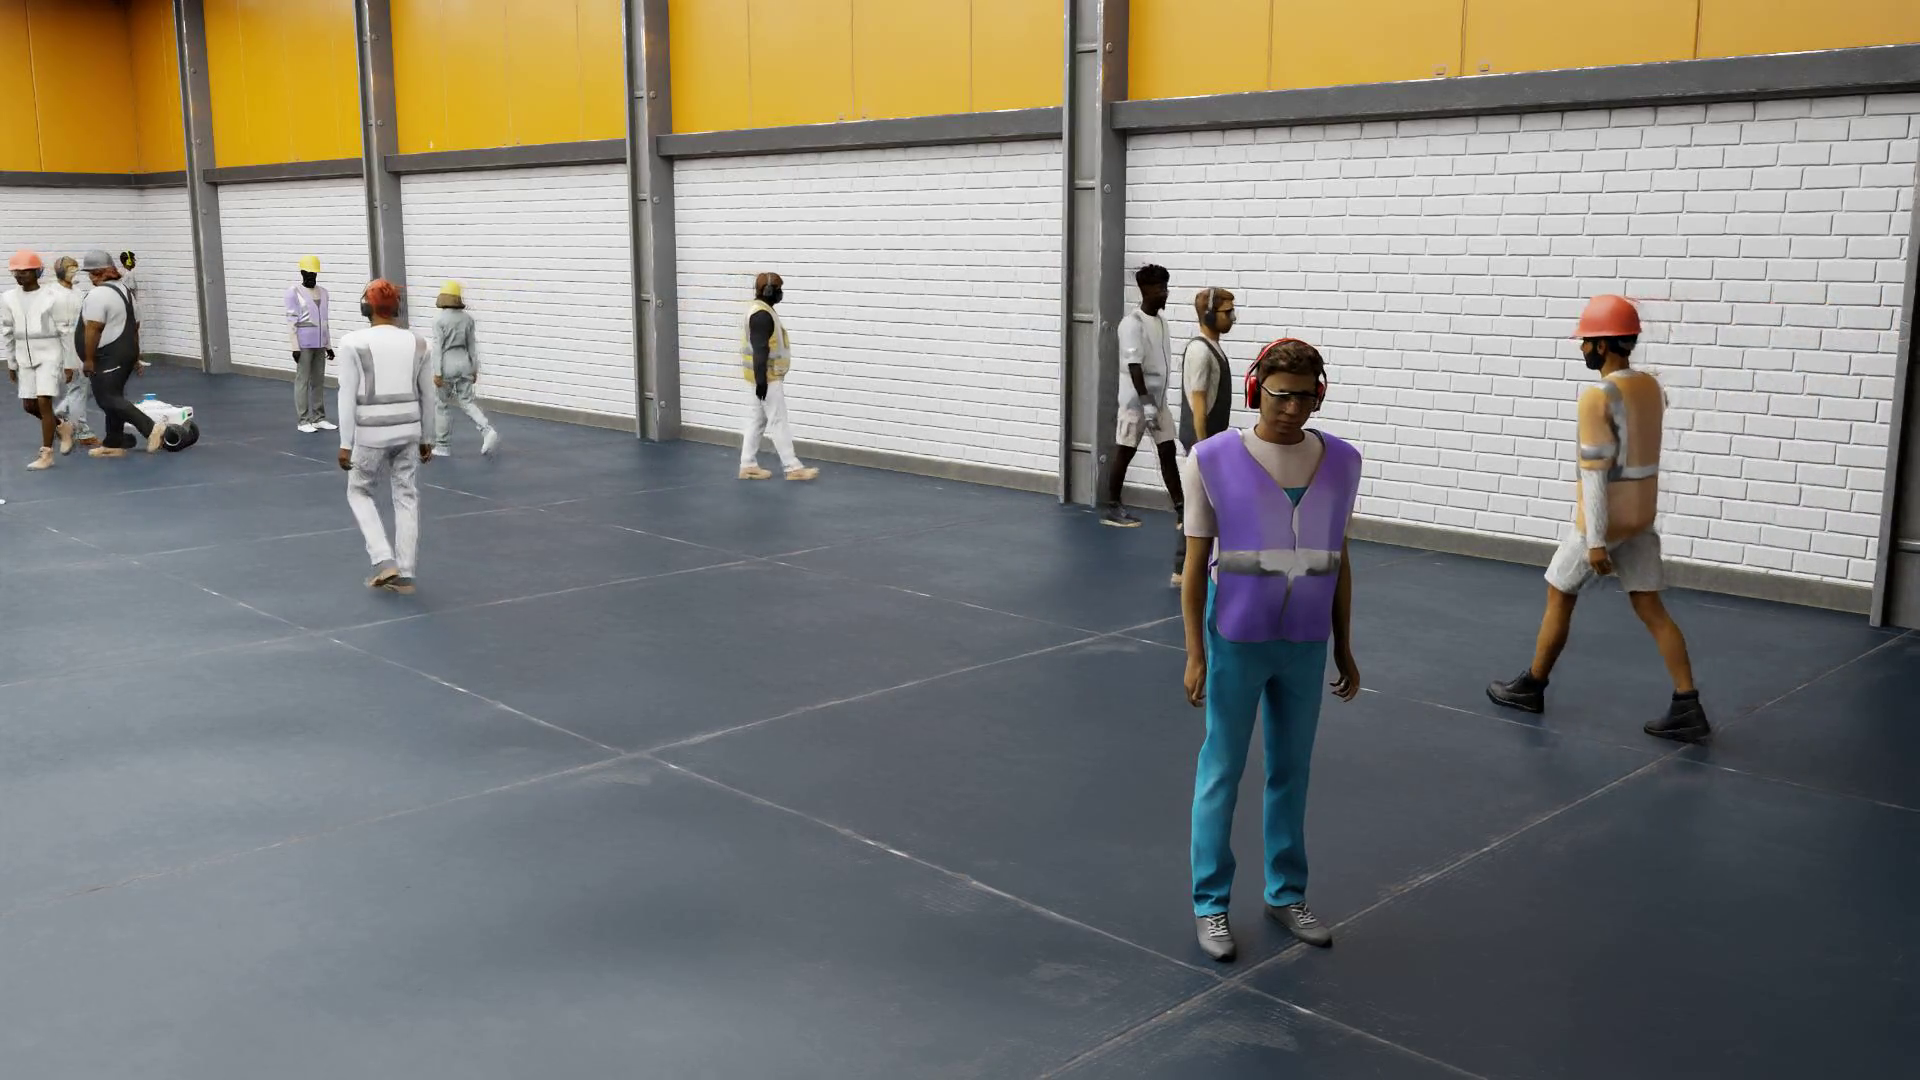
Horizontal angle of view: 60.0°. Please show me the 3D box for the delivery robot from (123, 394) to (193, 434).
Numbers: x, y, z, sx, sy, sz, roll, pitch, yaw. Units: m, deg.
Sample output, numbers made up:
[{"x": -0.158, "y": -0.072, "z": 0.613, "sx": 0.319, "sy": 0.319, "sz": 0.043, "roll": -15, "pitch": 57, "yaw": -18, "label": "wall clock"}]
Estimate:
[{"x": -8.038, "y": -1.211, "z": 16.548, "sx": 0.707, "sy": 0.478, "sz": 0.477, "roll": -2, "pitch": 11, "yaw": -11, "label": "delivery robot"}]

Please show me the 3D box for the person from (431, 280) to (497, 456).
[{"x": -4.827, "y": -1.644, "z": 16.017, "sx": 0.737, "sy": 1.711, "sz": 0.497, "roll": 7, "pitch": 13, "yaw": 35, "label": "person"}]

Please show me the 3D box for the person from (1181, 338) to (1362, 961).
[{"x": 0.919, "y": 0.317, "z": 4.970, "sx": 0.563, "sy": 1.837, "sz": 0.389, "roll": -3, "pitch": 11, "yaw": -16, "label": "person"}]

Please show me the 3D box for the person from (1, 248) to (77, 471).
[{"x": -8.439, "y": -1.669, "z": 15.323, "sx": 0.612, "sy": 2.023, "sz": 0.768, "roll": 1, "pitch": 10, "yaw": 3, "label": "person"}]

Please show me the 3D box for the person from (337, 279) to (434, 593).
[{"x": -3.419, "y": -0.606, "z": 9.902, "sx": 0.621, "sy": 1.872, "sz": 0.418, "roll": -9, "pitch": 14, "yaw": -41, "label": "person"}]

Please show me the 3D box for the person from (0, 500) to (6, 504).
[{"x": -7.761, "y": -1.053, "z": 13.001, "sx": 0.289, "sy": 1.632, "sz": 0.497, "roll": 1, "pitch": 10, "yaw": 6, "label": "person"}]

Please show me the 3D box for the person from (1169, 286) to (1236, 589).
[{"x": 1.481, "y": -0.571, "z": 9.825, "sx": 0.392, "sy": 1.850, "sz": 0.507, "roll": 3, "pitch": 11, "yaw": 13, "label": "person"}]

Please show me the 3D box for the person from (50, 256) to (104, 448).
[{"x": -8.920, "y": -1.873, "z": 16.660, "sx": 0.563, "sy": 1.927, "sz": 0.650, "roll": -1, "pitch": 10, "yaw": -7, "label": "person"}]

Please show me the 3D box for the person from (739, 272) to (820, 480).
[{"x": -1.627, "y": -1.420, "z": 14.514, "sx": 0.633, "sy": 1.830, "sz": 0.644, "roll": -2, "pitch": 11, "yaw": -8, "label": "person"}]

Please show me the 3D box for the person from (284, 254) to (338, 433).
[{"x": -7.059, "y": -2.139, "z": 18.127, "sx": 0.383, "sy": 1.923, "sz": 0.588, "roll": 4, "pitch": 11, "yaw": 23, "label": "person"}]

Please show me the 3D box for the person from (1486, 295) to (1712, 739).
[{"x": 2.818, "y": -0.100, "z": 7.138, "sx": 0.559, "sy": 1.891, "sz": 1.006, "roll": -7, "pitch": 12, "yaw": -32, "label": "person"}]

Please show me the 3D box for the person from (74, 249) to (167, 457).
[{"x": -8.016, "y": -1.781, "z": 15.853, "sx": 0.770, "sy": 2.000, "sz": 0.688, "roll": -1, "pitch": 10, "yaw": -3, "label": "person"}]

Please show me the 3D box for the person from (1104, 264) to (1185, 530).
[{"x": 1.419, "y": -1.015, "z": 12.030, "sx": 0.754, "sy": 1.947, "sz": 0.635, "roll": 8, "pitch": 13, "yaw": 38, "label": "person"}]

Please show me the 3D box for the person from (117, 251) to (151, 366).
[{"x": -13.577, "y": -3.774, "z": 27.222, "sx": 0.512, "sy": 1.861, "sz": 0.329, "roll": 8, "pitch": 13, "yaw": 38, "label": "person"}]
